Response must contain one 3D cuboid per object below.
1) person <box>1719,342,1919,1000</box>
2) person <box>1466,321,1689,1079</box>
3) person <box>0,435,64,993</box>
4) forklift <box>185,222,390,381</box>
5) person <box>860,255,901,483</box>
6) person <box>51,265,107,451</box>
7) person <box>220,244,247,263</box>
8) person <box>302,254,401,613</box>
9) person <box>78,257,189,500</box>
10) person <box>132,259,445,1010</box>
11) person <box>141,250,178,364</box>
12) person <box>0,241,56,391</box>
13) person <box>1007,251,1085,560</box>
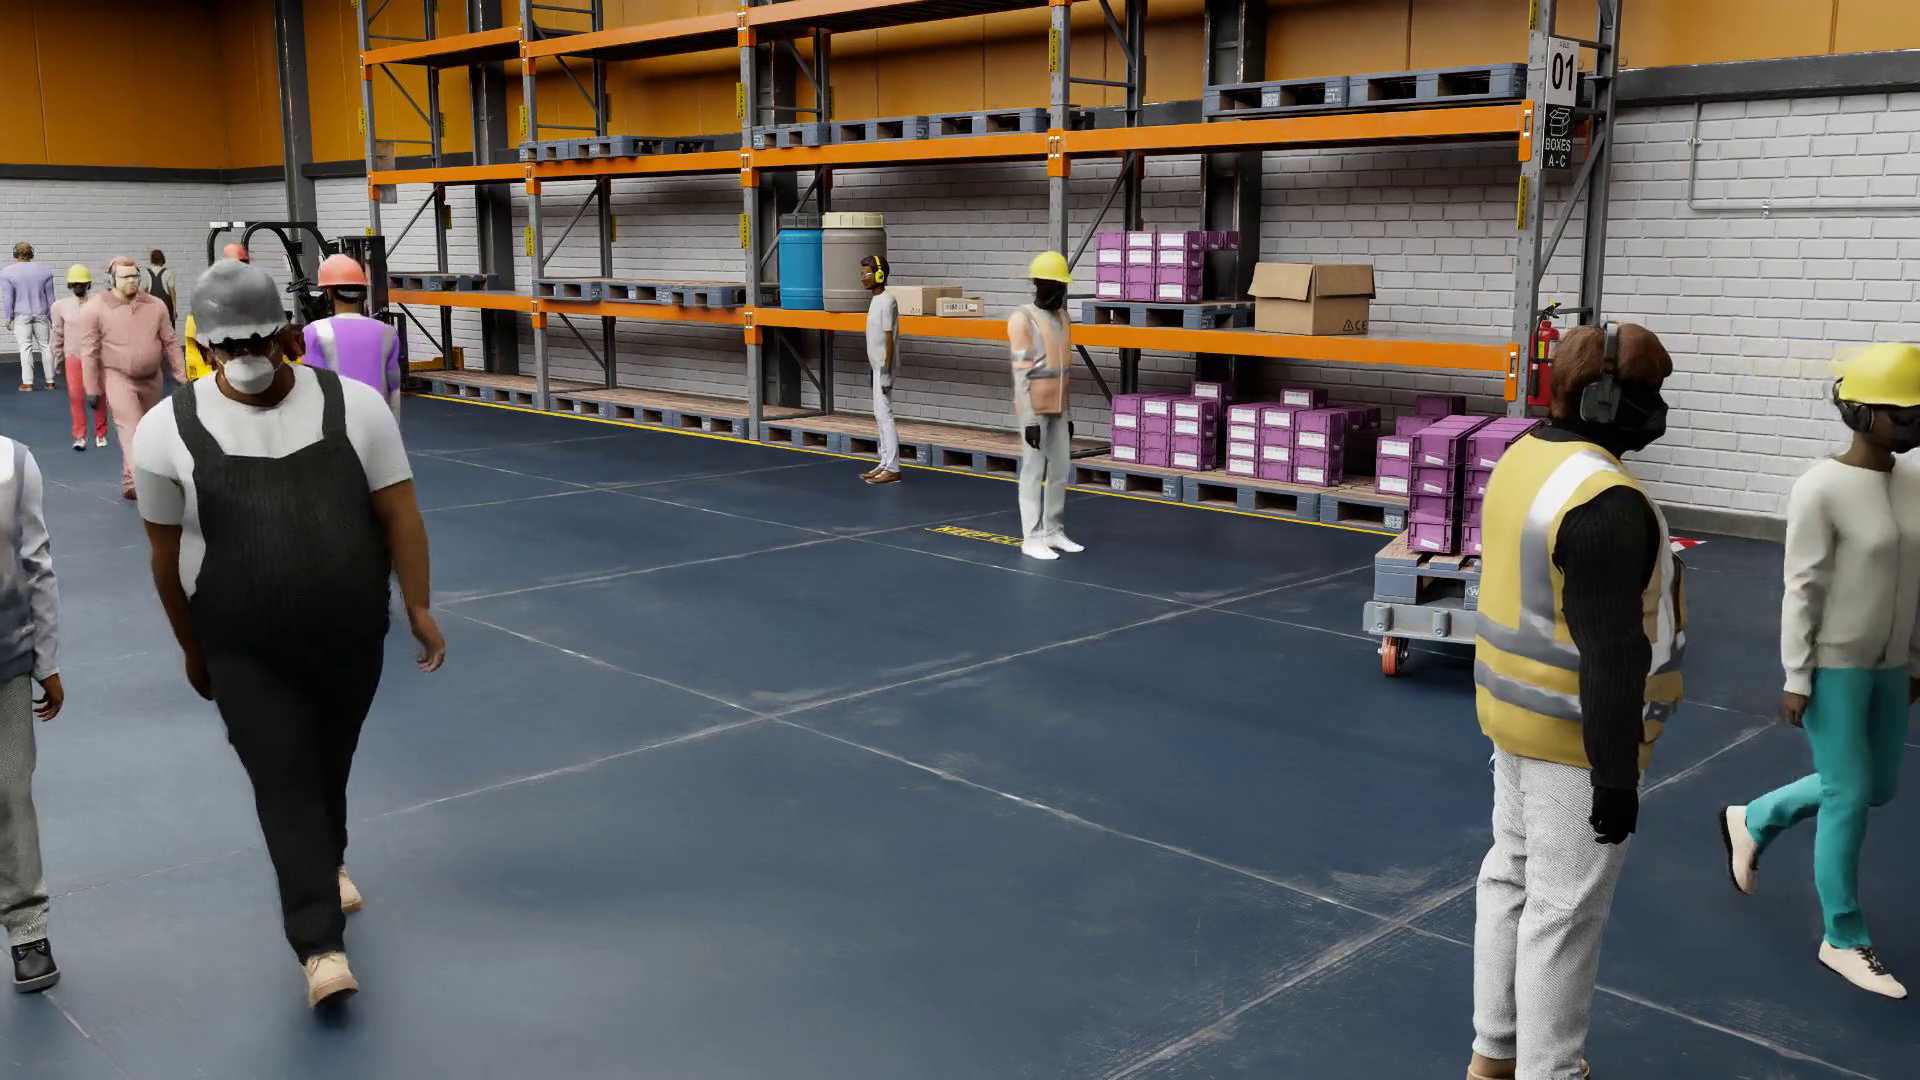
[{"bbox_3d":[2.426,0.319,4.620,0.527,1.749,0.666,-5,11,-24],"label":"person"},{"bbox_3d":[1.368,0.438,3.703,0.429,1.839,0.633,0,10,-1],"label":"person"},{"bbox_3d":[-2.665,0.332,4.345,0.586,1.824,0.404,-8,13,-39],"label":"person"},{"bbox_3d":[-8.169,-2.758,20.163,2.313,2.155,1.214,-10,14,-44],"label":"forklift"},{"bbox_3d":[-0.653,-1.394,13.653,0.320,1.861,0.515,-3,11,-13],"label":"person"},{"bbox_3d":[-8.250,-1.707,15.687,0.566,1.731,0.830,-5,12,-26],"label":"person"},{"bbox_3d":[-7.868,-2.270,18.221,0.491,1.922,0.544,7,12,32],"label":"person"},{"bbox_3d":[-3.302,-0.564,8.952,0.581,1.913,0.693,-10,14,-44],"label":"person"},{"bbox_3d":[-6.112,-1.164,12.406,0.994,1.856,0.666,7,13,34],"label":"person"},{"bbox_3d":[-1.835,0.179,4.568,0.684,2.000,1.068,-7,13,-35],"label":"person"},{"bbox_3d":[-12.634,-3.677,26.262,0.523,1.804,0.951,-2,11,-10],"label":"person"},{"bbox_3d":[-12.132,-2.911,21.697,0.630,1.940,0.373,-10,14,-44],"label":"person"},{"bbox_3d":[0.539,-0.842,10.457,0.383,1.925,0.613,8,13,39],"label":"person"}]
